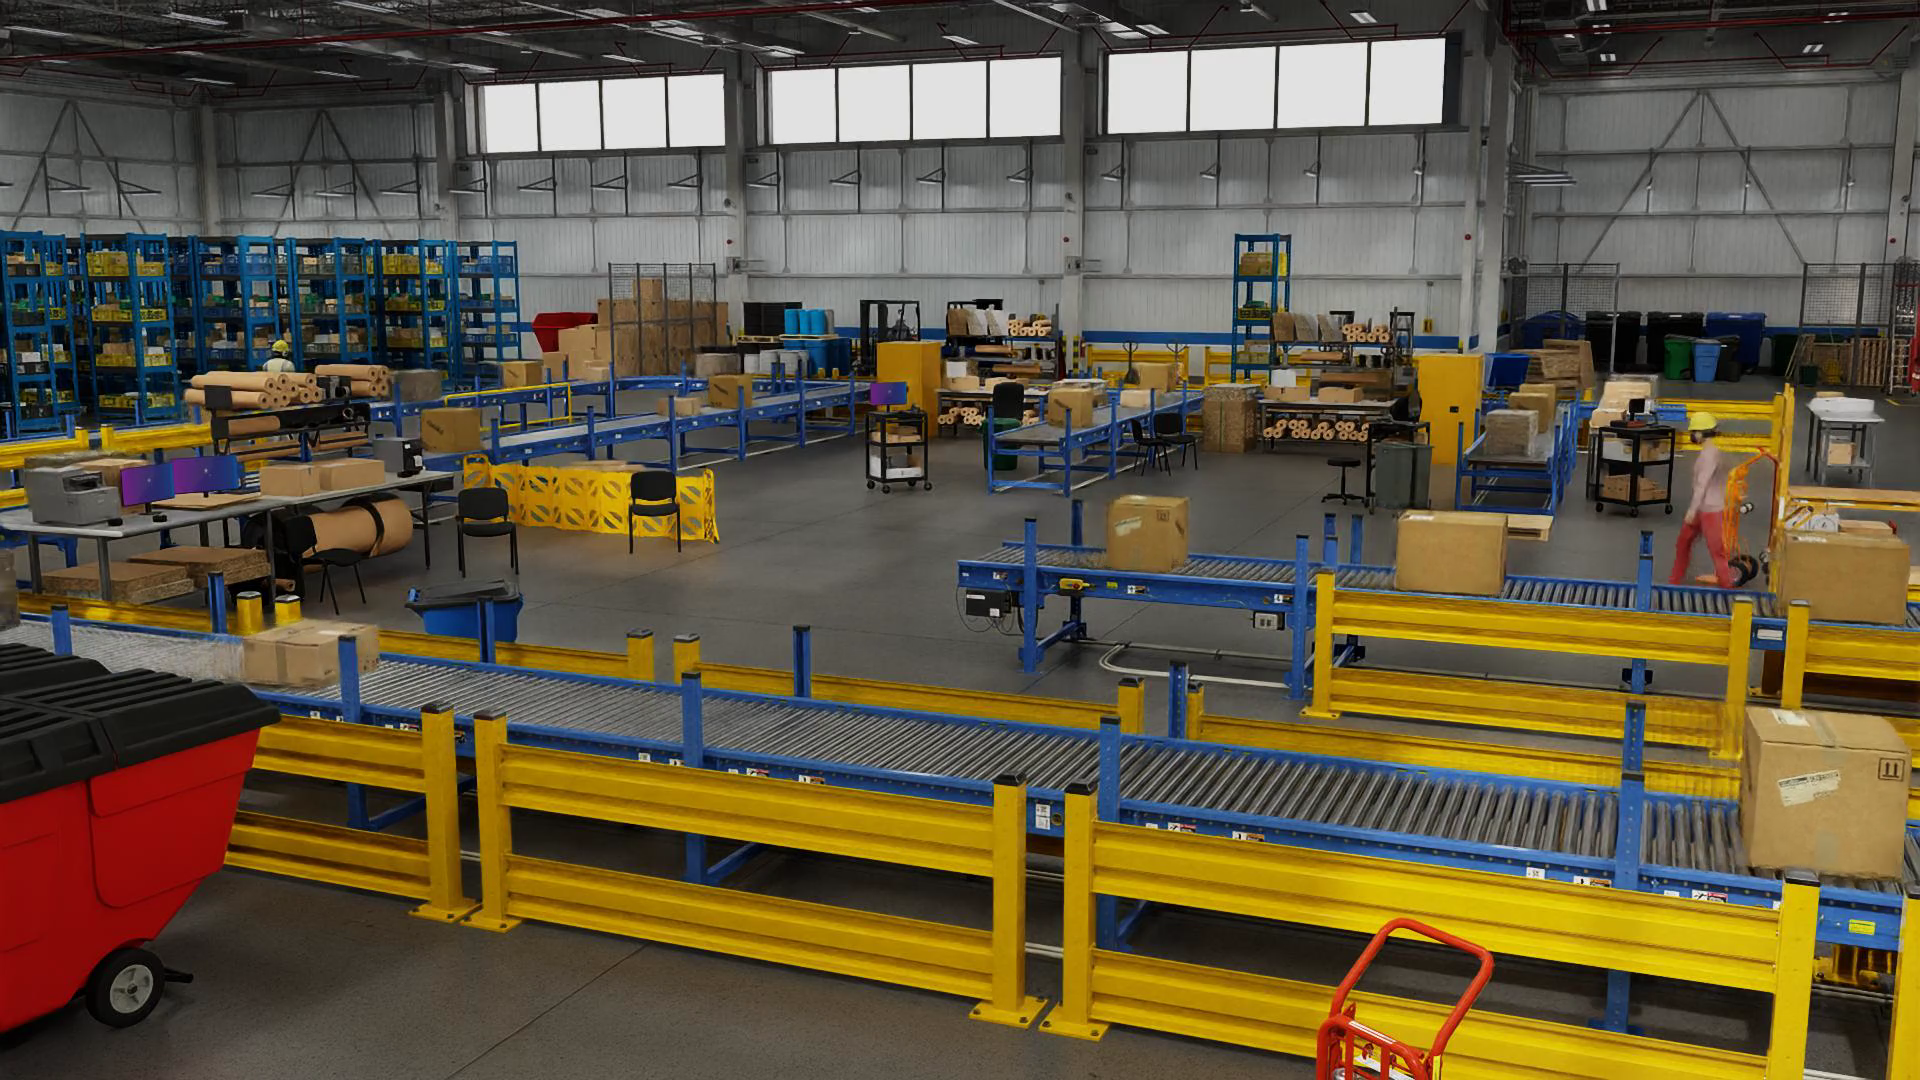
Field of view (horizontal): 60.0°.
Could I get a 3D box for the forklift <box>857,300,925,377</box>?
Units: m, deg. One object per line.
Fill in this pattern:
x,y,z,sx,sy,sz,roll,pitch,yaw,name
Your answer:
-1.732,-5.109,42.468,1.157,1.987,2.680,4,10,22,forklift

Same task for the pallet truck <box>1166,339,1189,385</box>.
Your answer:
5.418,-4.269,40.420,0.704,1.261,1.522,3,10,20,pallet truck

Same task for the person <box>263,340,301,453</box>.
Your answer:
-10.940,-2.310,26.910,0.587,1.833,0.404,3,10,16,person

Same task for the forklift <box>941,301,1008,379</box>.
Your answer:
0.365,-4.966,41.571,1.157,1.987,2.680,3,10,20,forklift

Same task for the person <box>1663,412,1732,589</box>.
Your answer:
6.541,-0.265,14.828,0.811,1.735,0.543,3,10,16,person

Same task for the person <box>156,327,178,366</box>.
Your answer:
-17.973,-4.056,37.512,0.571,1.831,0.411,-7,12,-38,person

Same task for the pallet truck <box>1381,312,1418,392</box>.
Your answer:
10.207,-4.283,38.369,0.823,1.965,1.885,3,10,20,pallet truck

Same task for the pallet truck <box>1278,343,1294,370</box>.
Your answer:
7.886,-4.163,39.743,0.653,1.274,1.630,4,10,22,pallet truck

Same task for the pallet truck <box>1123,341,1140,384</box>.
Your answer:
4.445,-4.380,41.279,0.680,1.201,1.601,4,10,22,pallet truck

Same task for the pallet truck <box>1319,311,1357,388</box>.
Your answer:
9.071,-4.419,39.190,0.823,1.965,1.885,5,10,26,pallet truck
